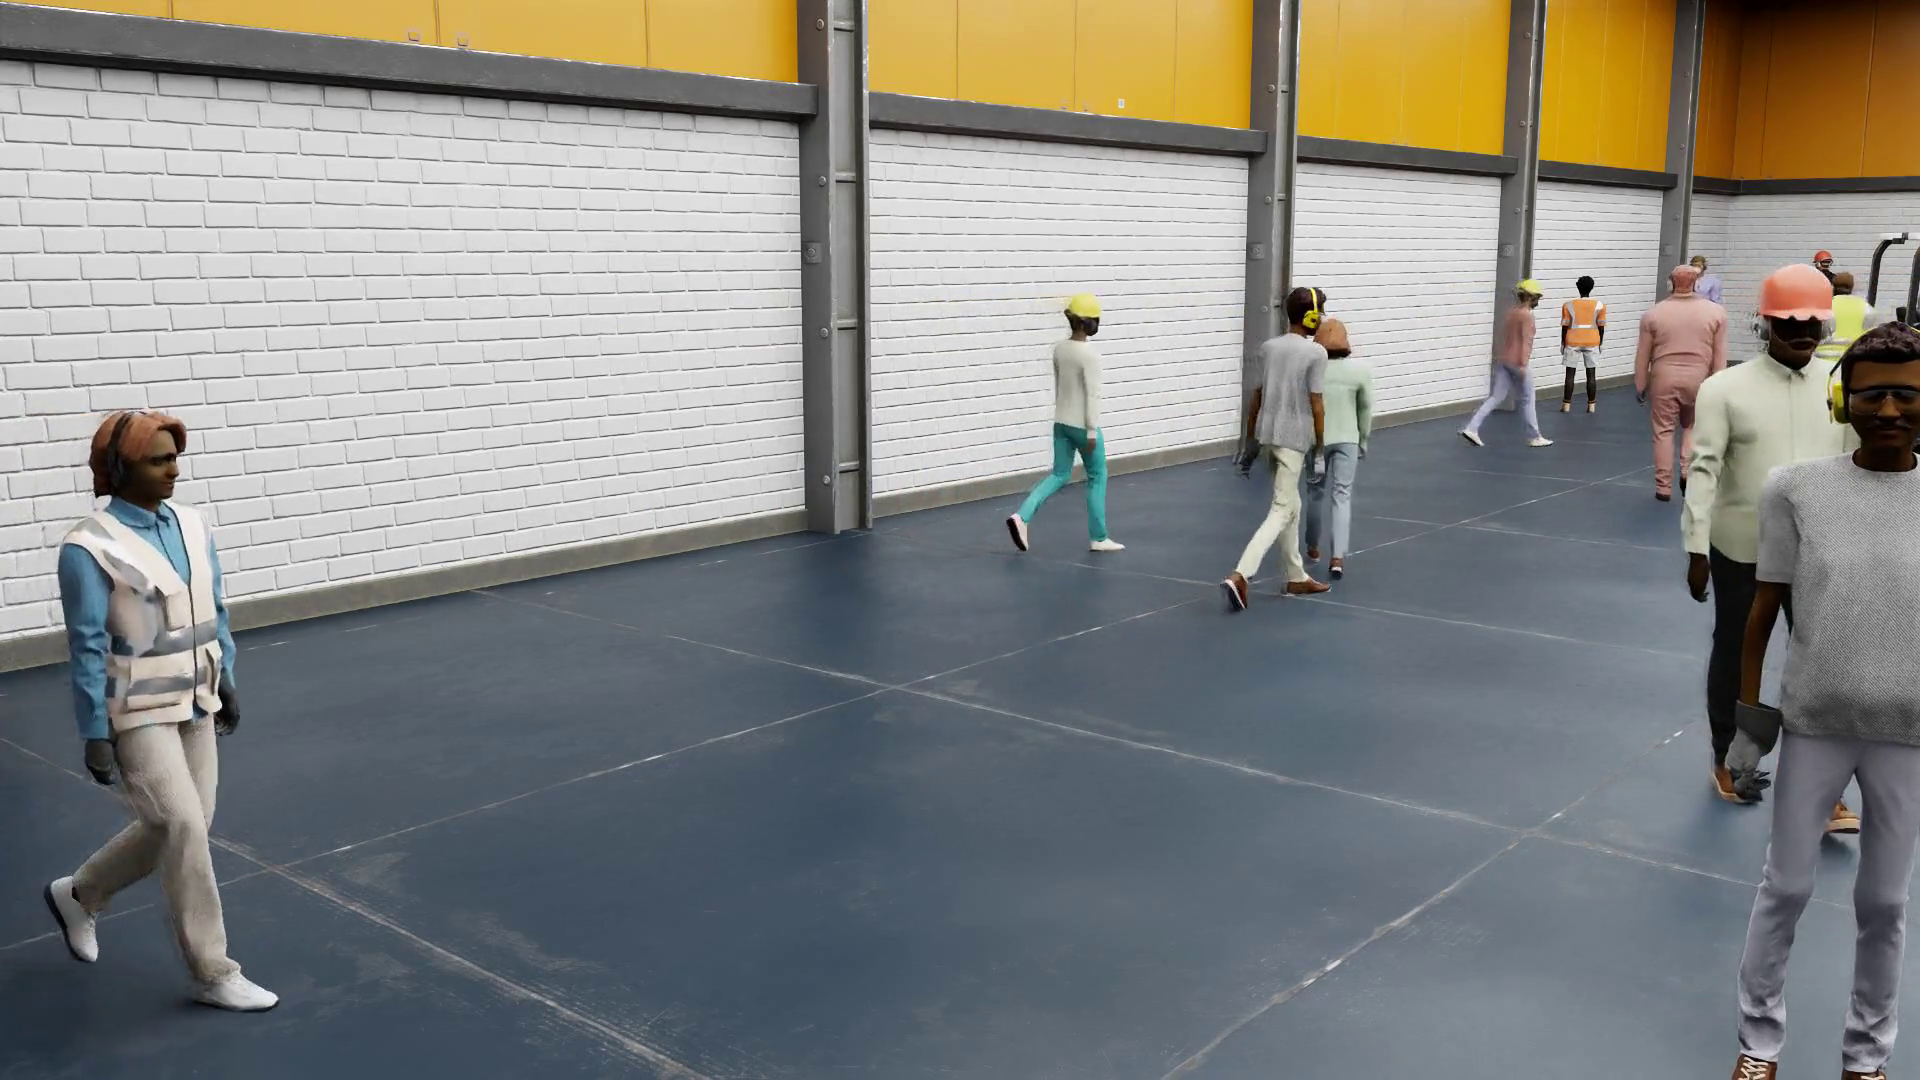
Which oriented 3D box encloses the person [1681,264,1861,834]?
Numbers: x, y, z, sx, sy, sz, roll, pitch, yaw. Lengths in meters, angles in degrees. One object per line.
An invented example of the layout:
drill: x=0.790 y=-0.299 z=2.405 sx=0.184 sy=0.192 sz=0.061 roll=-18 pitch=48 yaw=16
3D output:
person: x=2.870 y=0.040 z=5.796 sx=0.664 sy=1.957 sz=0.908 roll=1 pitch=10 yaw=6

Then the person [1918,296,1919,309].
person: x=14.510 y=-3.138 z=24.831 sx=0.497 sy=1.633 sz=0.279 roll=1 pitch=10 yaw=3

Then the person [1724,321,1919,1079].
person: x=2.034 y=0.443 z=3.773 sx=0.531 sy=1.869 sz=0.310 roll=3 pitch=11 yaw=19

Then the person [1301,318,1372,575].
person: x=2.336 y=-0.592 z=10.475 sx=0.497 sy=1.594 sz=0.870 roll=2 pitch=10 yaw=9

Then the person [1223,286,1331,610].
person: x=1.794 y=-0.524 z=9.452 sx=0.919 sy=1.822 sz=0.582 roll=-7 pitch=12 yaw=-34

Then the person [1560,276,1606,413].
person: x=7.665 y=-2.403 z=20.490 sx=0.532 sy=1.691 sz=0.321 roll=3 pitch=10 yaw=15

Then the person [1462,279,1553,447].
person: x=5.613 y=-1.792 z=16.939 sx=0.902 sy=1.715 sz=0.566 roll=-2 pitch=10 yaw=-9

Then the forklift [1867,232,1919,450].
forklift: x=9.955 y=-1.972 z=16.595 sx=2.313 sy=2.155 sz=1.214 roll=1 pitch=10 yaw=8

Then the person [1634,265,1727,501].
person: x=5.756 y=-1.250 z=13.332 sx=0.676 sy=1.891 sz=0.432 roll=3 pitch=10 yaw=18

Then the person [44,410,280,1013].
person: x=-2.186 y=0.451 z=4.434 sx=0.699 sy=1.613 sz=0.526 roll=2 pitch=10 yaw=11

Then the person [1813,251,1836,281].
person: x=13.234 y=-3.452 z=25.619 sx=0.613 sy=1.986 sz=0.401 roll=-2 pitch=10 yaw=-12

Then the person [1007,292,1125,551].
person: x=0.712 y=-0.762 z=11.016 sx=0.754 sy=1.746 sz=0.524 roll=-6 pitch=12 yaw=-30

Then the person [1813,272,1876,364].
person: x=8.243 y=-1.640 z=15.841 sx=0.643 sy=1.783 sz=0.929 roll=-1 pitch=10 yaw=-5

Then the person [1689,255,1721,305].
person: x=10.666 y=-3.171 z=24.194 sx=0.637 sy=1.918 sz=0.602 roll=7 pitch=12 yaw=36
